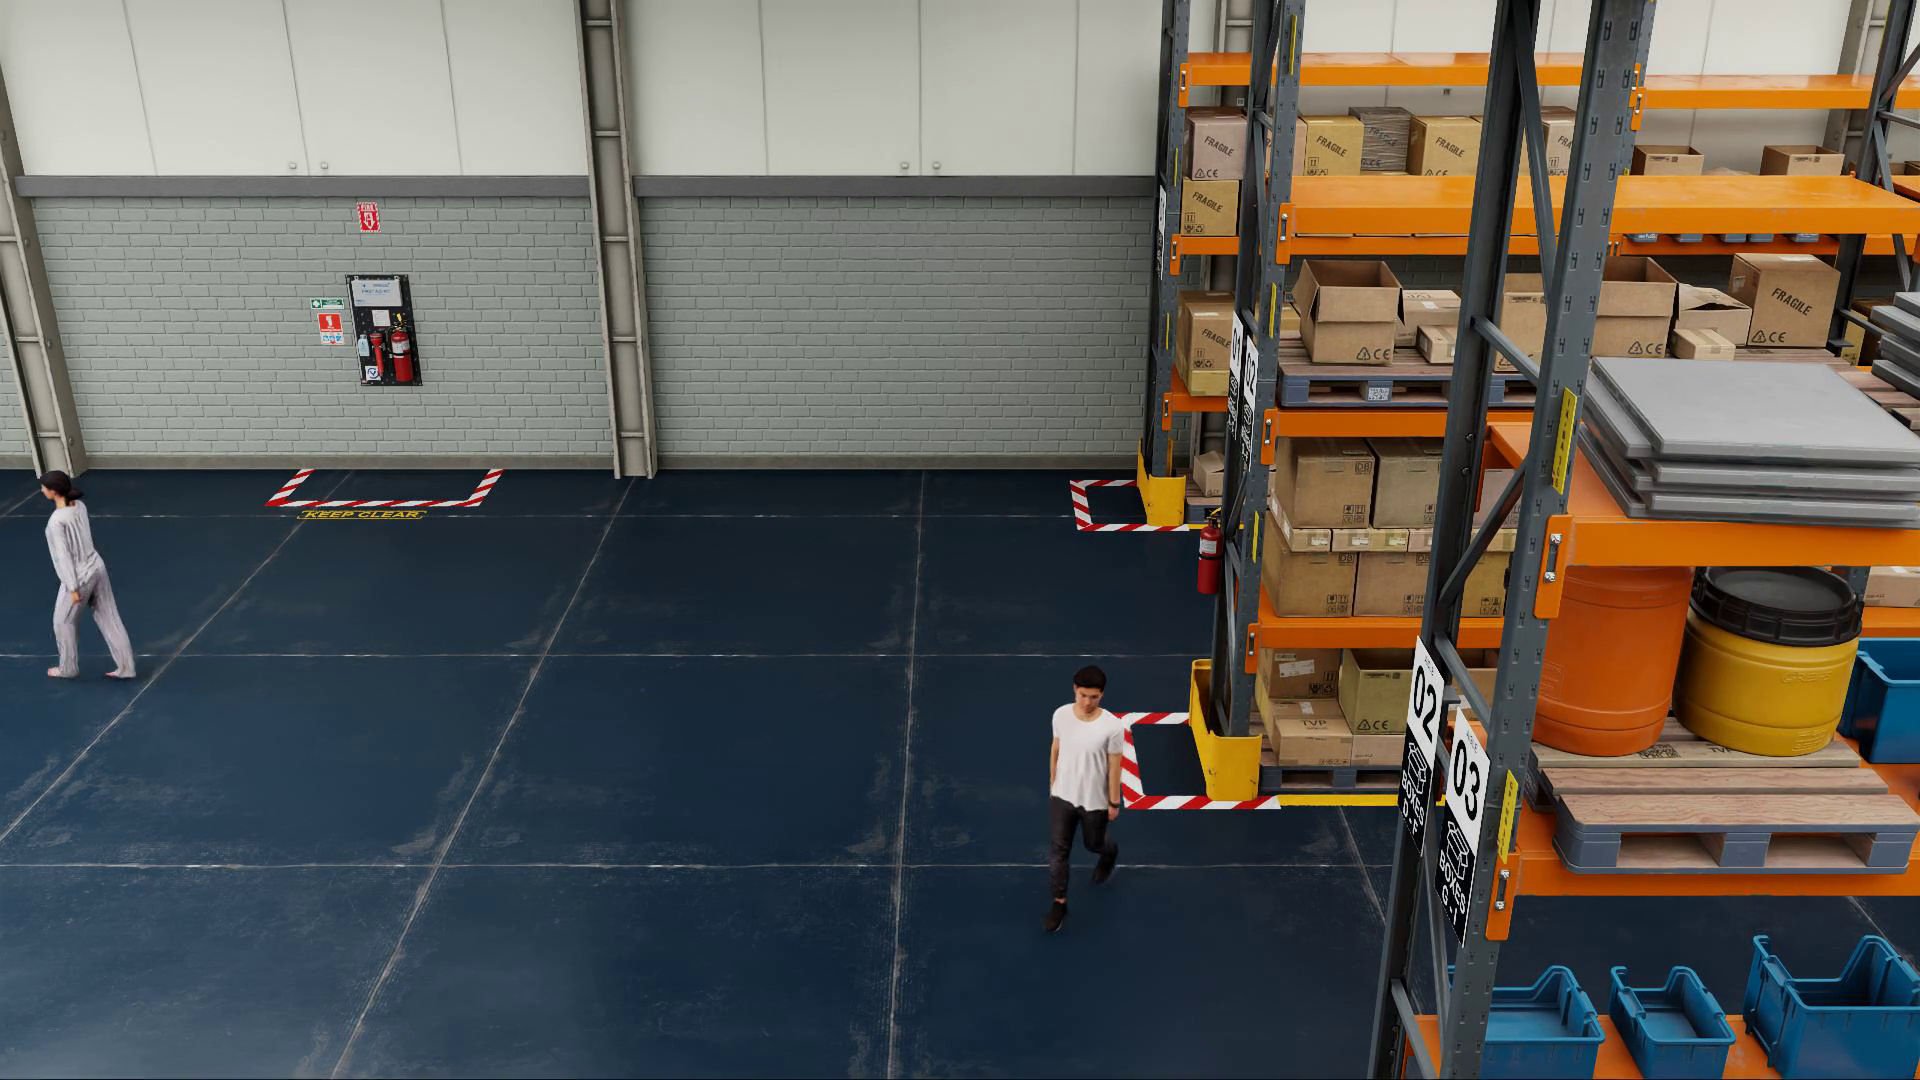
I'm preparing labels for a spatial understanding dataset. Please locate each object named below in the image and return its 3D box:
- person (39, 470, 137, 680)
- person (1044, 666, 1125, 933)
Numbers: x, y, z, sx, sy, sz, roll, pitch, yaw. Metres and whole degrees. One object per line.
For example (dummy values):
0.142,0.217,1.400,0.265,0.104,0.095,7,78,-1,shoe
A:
-6.663,0.299,12.810,0.944,1.745,0.689,4,23,9,person
0.787,1.498,10.064,1.087,1.689,1.001,12,26,26,person
